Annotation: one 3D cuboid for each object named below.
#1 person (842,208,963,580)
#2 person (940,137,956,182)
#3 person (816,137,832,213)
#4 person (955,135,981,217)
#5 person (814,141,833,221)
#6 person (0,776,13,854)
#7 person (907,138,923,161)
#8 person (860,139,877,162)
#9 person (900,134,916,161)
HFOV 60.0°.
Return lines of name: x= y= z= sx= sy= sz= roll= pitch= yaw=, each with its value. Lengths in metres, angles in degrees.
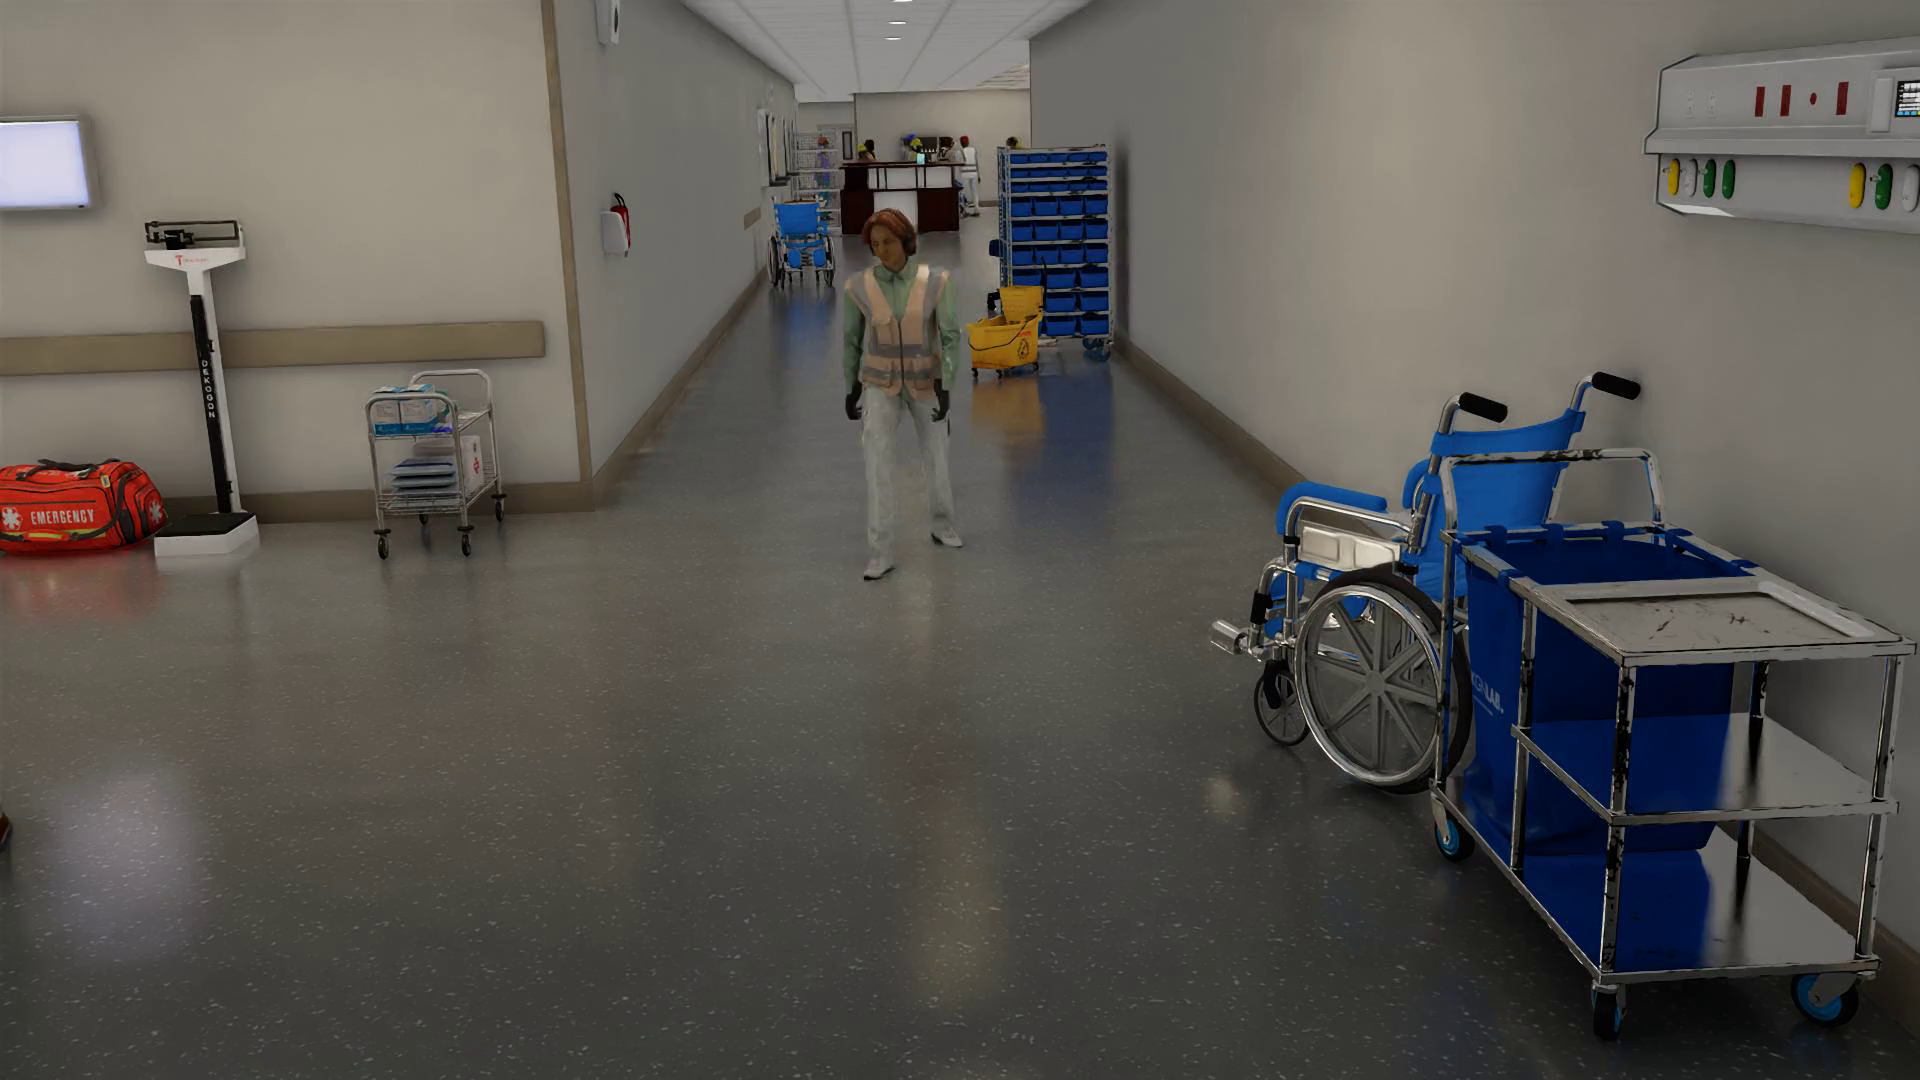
person: x=-0.244 y=-0.670 z=7.349 sx=0.540 sy=1.576 sz=0.791 roll=-1 pitch=14 yaw=3
person: x=-0.250 y=-8.494 z=38.924 sx=0.344 sy=1.847 sz=0.504 roll=-11 pitch=16 yaw=-33
person: x=-3.505 y=-9.376 z=42.755 sx=0.362 sy=1.934 sz=0.543 roll=-3 pitch=14 yaw=-4
person: x=0.197 y=-8.401 z=38.457 sx=0.659 sy=1.869 sz=0.385 roll=-8 pitch=15 yaw=-26
person: x=-3.207 y=-8.412 z=38.972 sx=0.382 sy=1.836 sz=0.566 roll=4 pitch=15 yaw=22
person: x=-2.882 y=-0.041 z=4.327 sx=0.628 sy=1.931 sz=0.375 roll=-13 pitch=18 yaw=-38
person: x=-1.041 y=-8.592 z=39.454 sx=0.404 sy=1.829 sz=0.600 roll=-5 pitch=14 yaw=-12
person: x=-2.204 y=-8.932 z=40.974 sx=0.429 sy=1.840 sz=0.637 roll=4 pitch=15 yaw=23
person: x=-1.233 y=-9.243 z=41.935 sx=0.646 sy=1.927 sz=0.565 roll=-14 pitch=19 yaw=-42
